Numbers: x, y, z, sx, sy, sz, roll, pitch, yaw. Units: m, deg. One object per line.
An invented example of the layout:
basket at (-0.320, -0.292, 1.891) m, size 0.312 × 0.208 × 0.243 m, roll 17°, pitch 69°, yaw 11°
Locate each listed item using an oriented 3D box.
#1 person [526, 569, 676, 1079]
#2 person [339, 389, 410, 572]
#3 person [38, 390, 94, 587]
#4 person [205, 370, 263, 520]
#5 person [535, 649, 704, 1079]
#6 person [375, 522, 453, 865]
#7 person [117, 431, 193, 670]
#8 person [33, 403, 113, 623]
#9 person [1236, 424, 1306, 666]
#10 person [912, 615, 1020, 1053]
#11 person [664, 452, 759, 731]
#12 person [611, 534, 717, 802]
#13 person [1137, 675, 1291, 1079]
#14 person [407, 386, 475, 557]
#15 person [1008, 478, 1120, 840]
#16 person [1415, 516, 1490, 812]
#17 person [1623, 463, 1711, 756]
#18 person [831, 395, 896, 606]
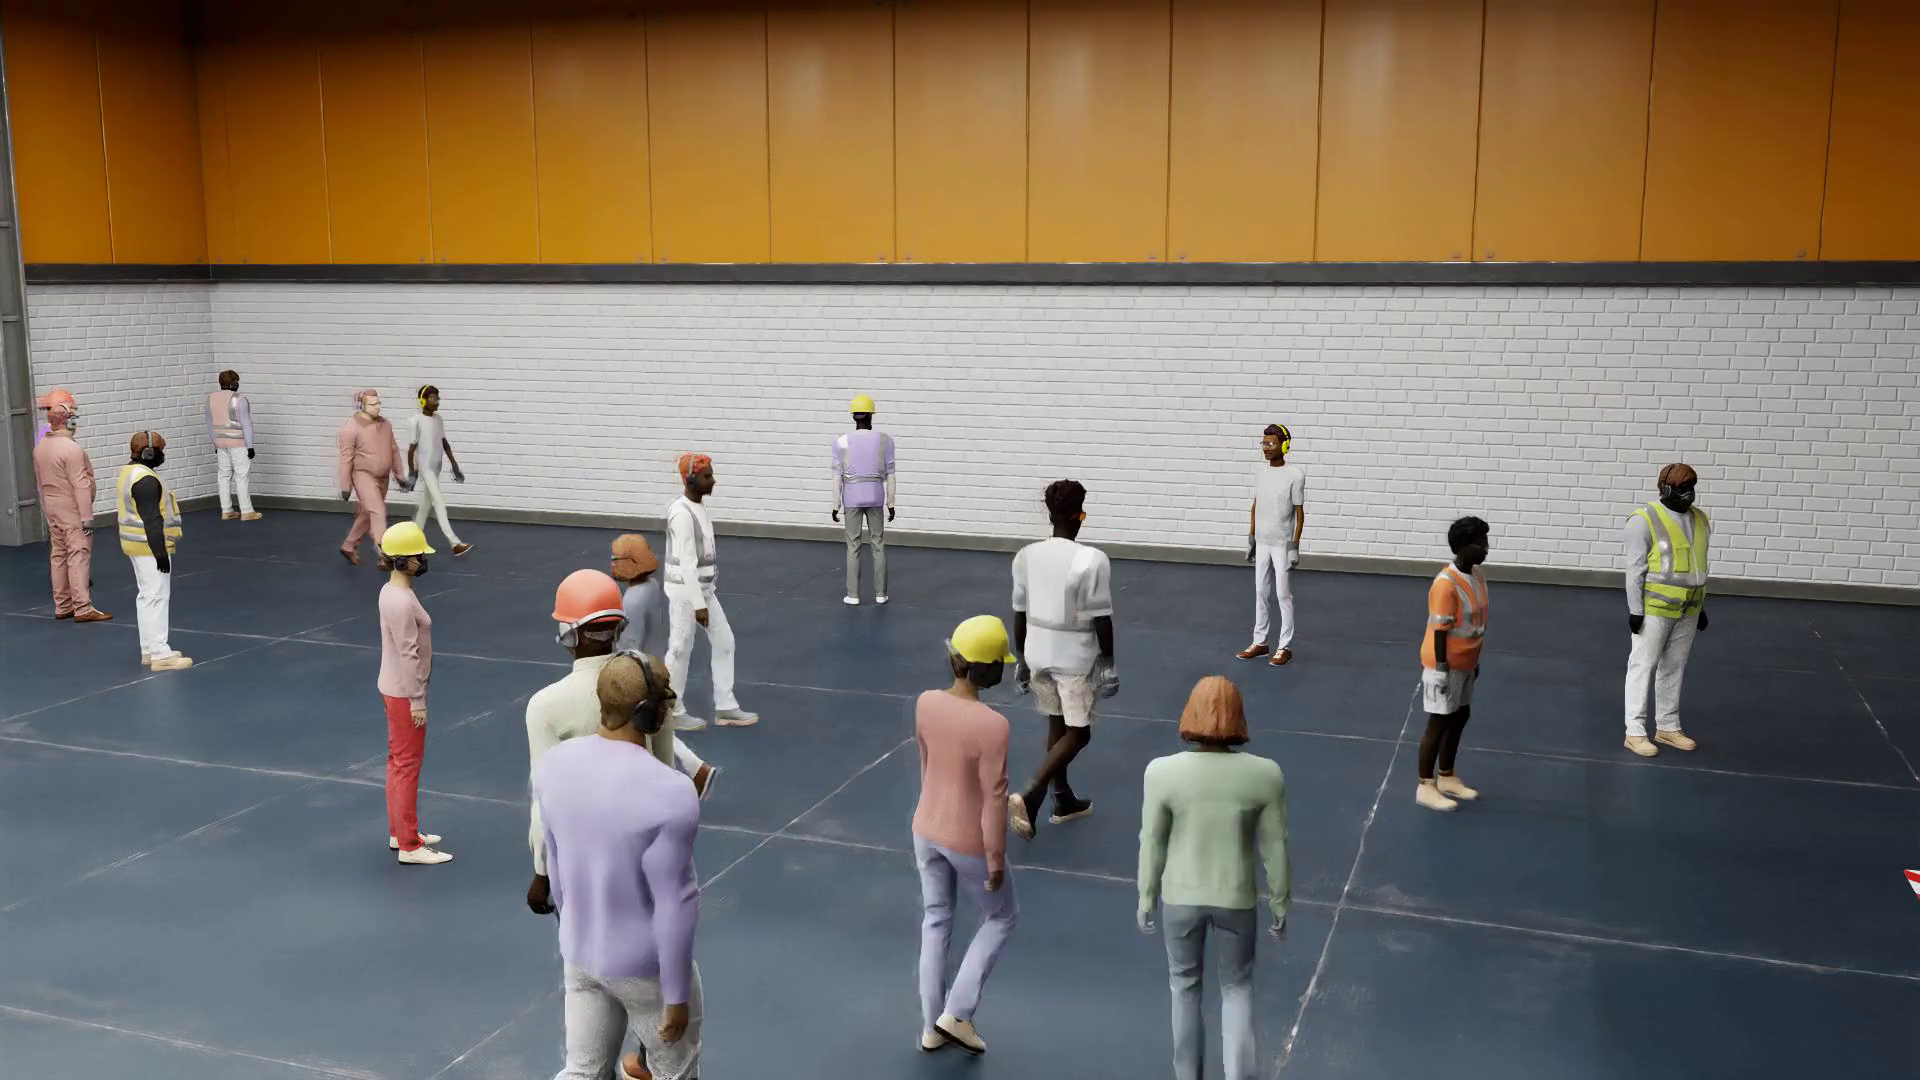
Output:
person at (-1.284, 1.090, 5.947) m, size 0.396 × 1.992 × 0.623 m, roll 8°, pitch 12°, yaw 40°
person at (-6.060, -0.620, 16.984) m, size 0.948 × 1.866 × 0.641 m, roll 3°, pitch 10°, yaw 19°
person at (-8.484, -0.461, 15.768) m, size 0.580 × 1.923 × 0.394 m, roll 8°, pitch 12°, yaw 41°
person at (-8.886, -1.155, 20.354) m, size 0.626 × 1.844 × 0.429 m, roll 3°, pitch 10°, yaw 18°
person at (-1.050, 1.278, 5.063) m, size 0.638 × 1.928 × 0.707 m, roll 5°, pitch 11°, yaw 30°
person at (-2.830, 0.782, 8.567) m, size 0.314 × 1.769 × 0.525 m, roll -4°, pitch 10°, yaw -26°
person at (-6.191, 0.079, 12.745) m, size 0.428 × 1.832 × 0.625 m, roll -6°, pitch 11°, yaw -34°
person at (-7.704, -0.235, 14.437) m, size 0.651 × 1.909 × 0.409 m, roll 6°, pitch 11°, yaw 33°
person at (2.422, 0.033, 12.893) m, size 0.329 × 1.872 × 0.507 m, roll -8°, pitch 12°, yaw -41°
person at (0.013, 1.140, 6.419) m, size 0.564 × 1.745 × 0.376 m, roll 8°, pitch 12°, yaw 42°
person at (-1.642, 0.359, 10.909) m, size 0.780 × 1.853 × 0.597 m, roll 1°, pitch 9°, yaw 6°
person at (-1.684, 0.761, 9.134) m, size 0.556 × 1.618 × 0.503 m, roll 1°, pitch 9°, yaw 5°
person at (0.896, 1.292, 5.865) m, size 0.537 × 1.614 × 0.463 m, roll 0°, pitch 9°, yaw 3°
person at (-5.573, -0.727, 17.755) m, size 0.914 × 1.825 × 0.507 m, roll 2°, pitch 9°, yaw 15°
person at (0.500, 0.640, 8.916) m, size 0.619 × 1.941 × 0.785 m, roll 8°, pitch 12°, yaw 42°
person at (2.790, 0.694, 9.386) m, size 0.341 × 1.681 × 0.536 m, roll 7°, pitch 12°, yaw 38°
person at (4.477, 0.432, 10.501) m, size 0.621 × 1.845 × 0.429 m, roll -4°, pitch 10°, yaw -22°
person at (-0.882, -0.358, 15.152) m, size 0.594 × 1.922 × 0.375 m, roll -2°, pitch 9°, yaw -11°
